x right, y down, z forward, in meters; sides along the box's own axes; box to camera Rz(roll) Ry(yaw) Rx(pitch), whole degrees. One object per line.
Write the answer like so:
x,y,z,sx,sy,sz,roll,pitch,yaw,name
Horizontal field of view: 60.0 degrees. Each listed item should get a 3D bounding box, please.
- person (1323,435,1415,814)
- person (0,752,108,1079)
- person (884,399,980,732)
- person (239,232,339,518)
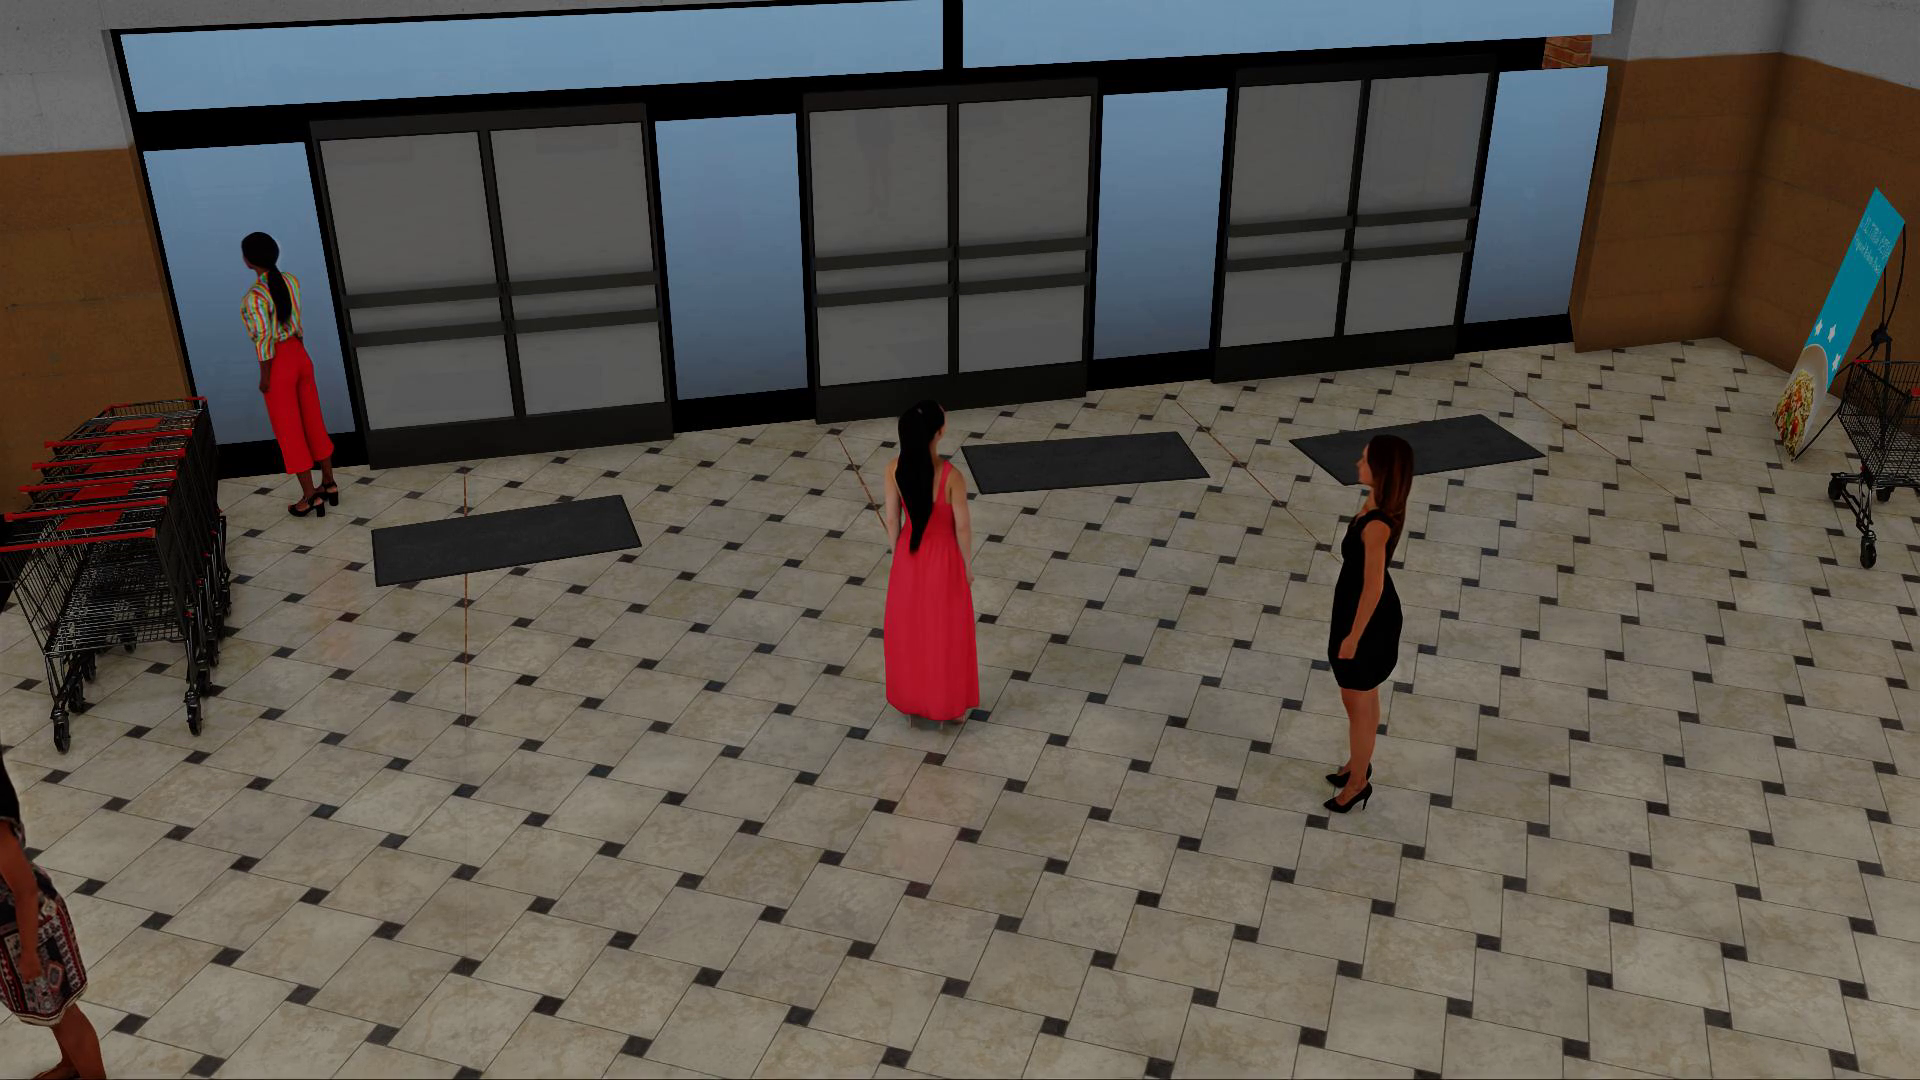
1.783,0.389,7.311,0.732,1.834,0.638,9,28,17,person
-3.224,1.312,5.702,0.785,1.645,0.633,-22,34,-36,person
-0.149,0.136,7.929,0.715,1.727,0.752,10,29,19,person
-4.083,-0.993,10.085,0.743,1.792,0.638,8,28,15,person
